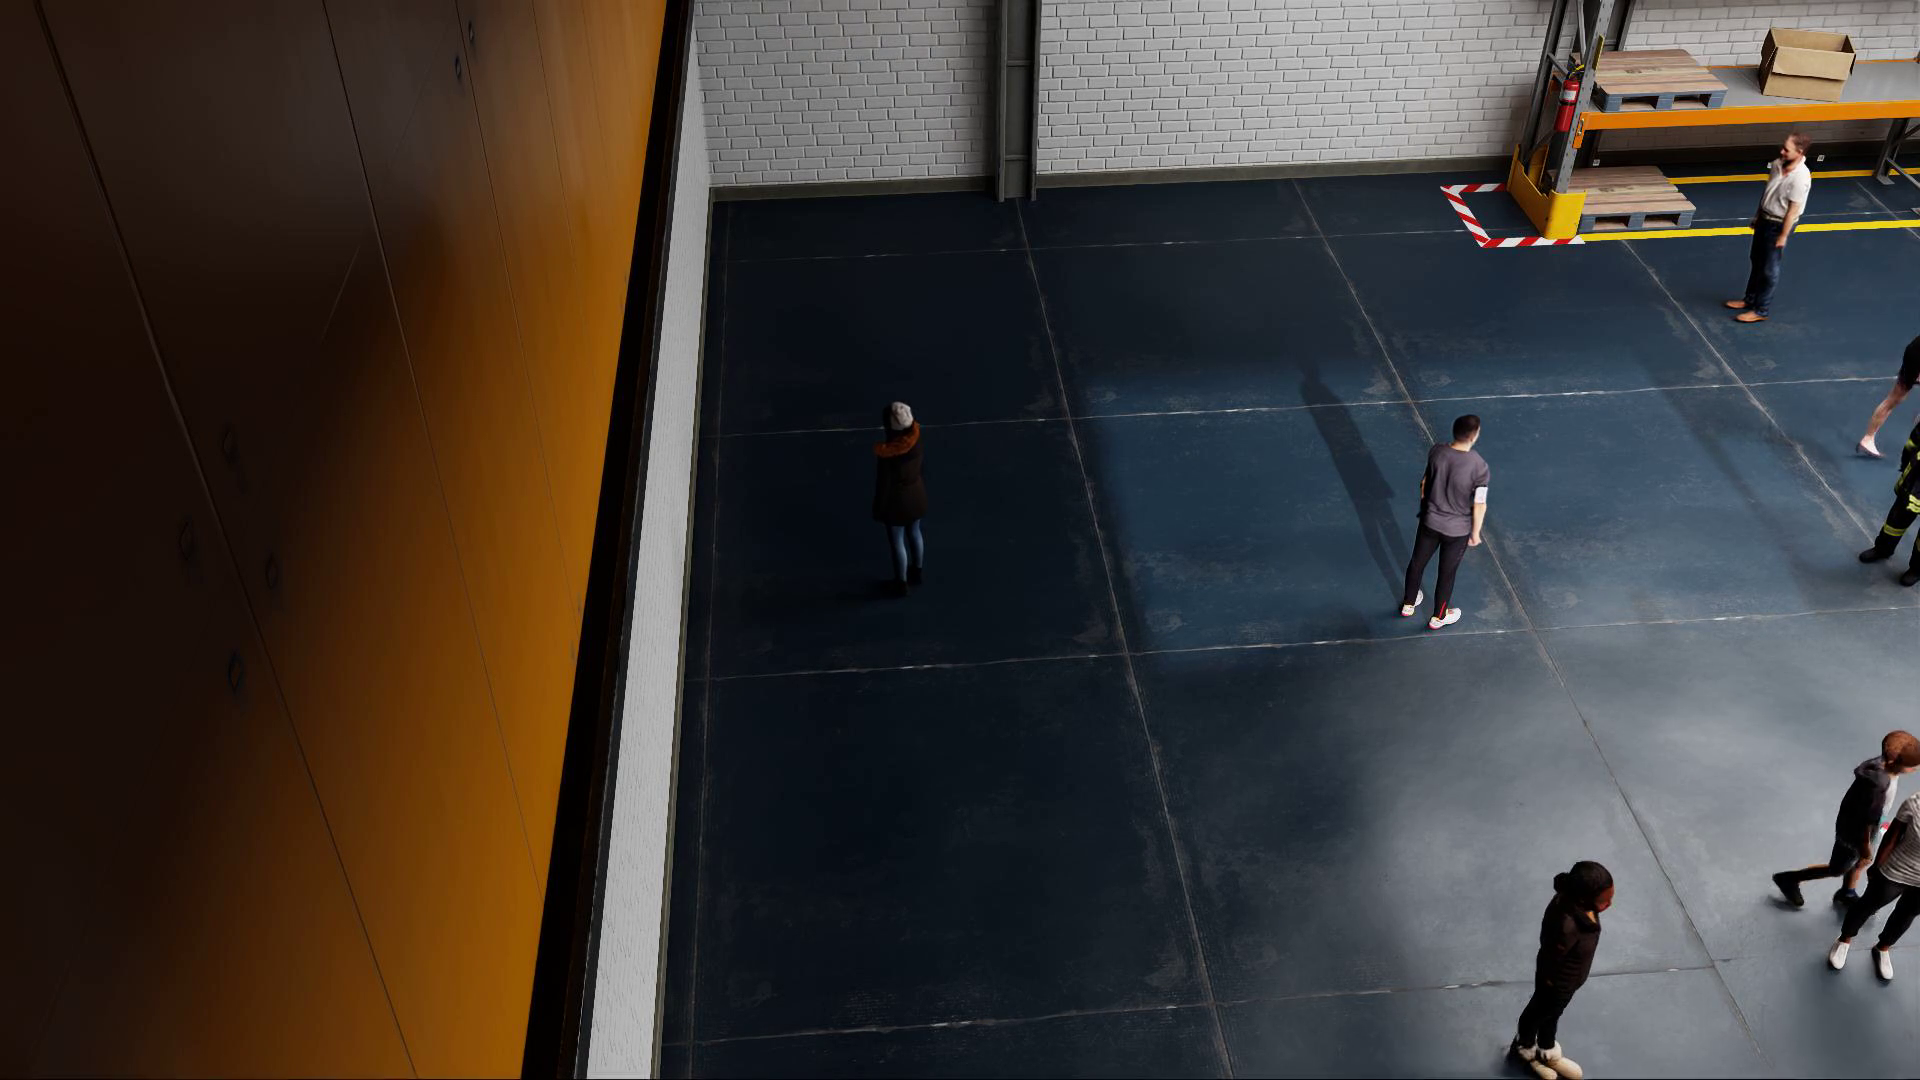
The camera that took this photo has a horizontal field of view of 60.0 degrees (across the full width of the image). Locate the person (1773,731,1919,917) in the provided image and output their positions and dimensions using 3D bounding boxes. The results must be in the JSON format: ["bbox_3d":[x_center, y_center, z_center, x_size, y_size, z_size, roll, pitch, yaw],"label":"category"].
[{"bbox_3d":[5.215,1.661,9.744,0.895,1.434,0.830,27,46,30],"label":"person"}]

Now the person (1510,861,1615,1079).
[{"bbox_3d":[3.161,2.264,8.807,0.813,1.661,0.736,12,40,14],"label":"person"}]

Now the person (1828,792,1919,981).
[{"bbox_3d":[5.351,1.846,9.343,0.575,1.645,0.700,11,40,13],"label":"person"}]

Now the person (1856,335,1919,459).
[{"bbox_3d":[7.590,-1.430,13.318,0.865,1.805,0.699,5,39,6],"label":"person"}]

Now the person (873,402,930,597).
[{"bbox_3d":[-0.414,-0.301,12.043,0.791,1.632,0.725,30,47,32],"label":"person"}]

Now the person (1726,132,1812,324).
[{"bbox_3d":[7.400,-2.837,15.051,0.599,1.841,0.654,-1,39,-2],"label":"person"}]

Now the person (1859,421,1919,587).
[{"bbox_3d":[7.164,-0.512,12.124,0.852,1.861,0.860,-20,43,-23],"label":"person"}]

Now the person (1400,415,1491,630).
[{"bbox_3d":[3.424,-0.137,11.731,0.713,1.764,0.761,30,47,32],"label":"person"}]
